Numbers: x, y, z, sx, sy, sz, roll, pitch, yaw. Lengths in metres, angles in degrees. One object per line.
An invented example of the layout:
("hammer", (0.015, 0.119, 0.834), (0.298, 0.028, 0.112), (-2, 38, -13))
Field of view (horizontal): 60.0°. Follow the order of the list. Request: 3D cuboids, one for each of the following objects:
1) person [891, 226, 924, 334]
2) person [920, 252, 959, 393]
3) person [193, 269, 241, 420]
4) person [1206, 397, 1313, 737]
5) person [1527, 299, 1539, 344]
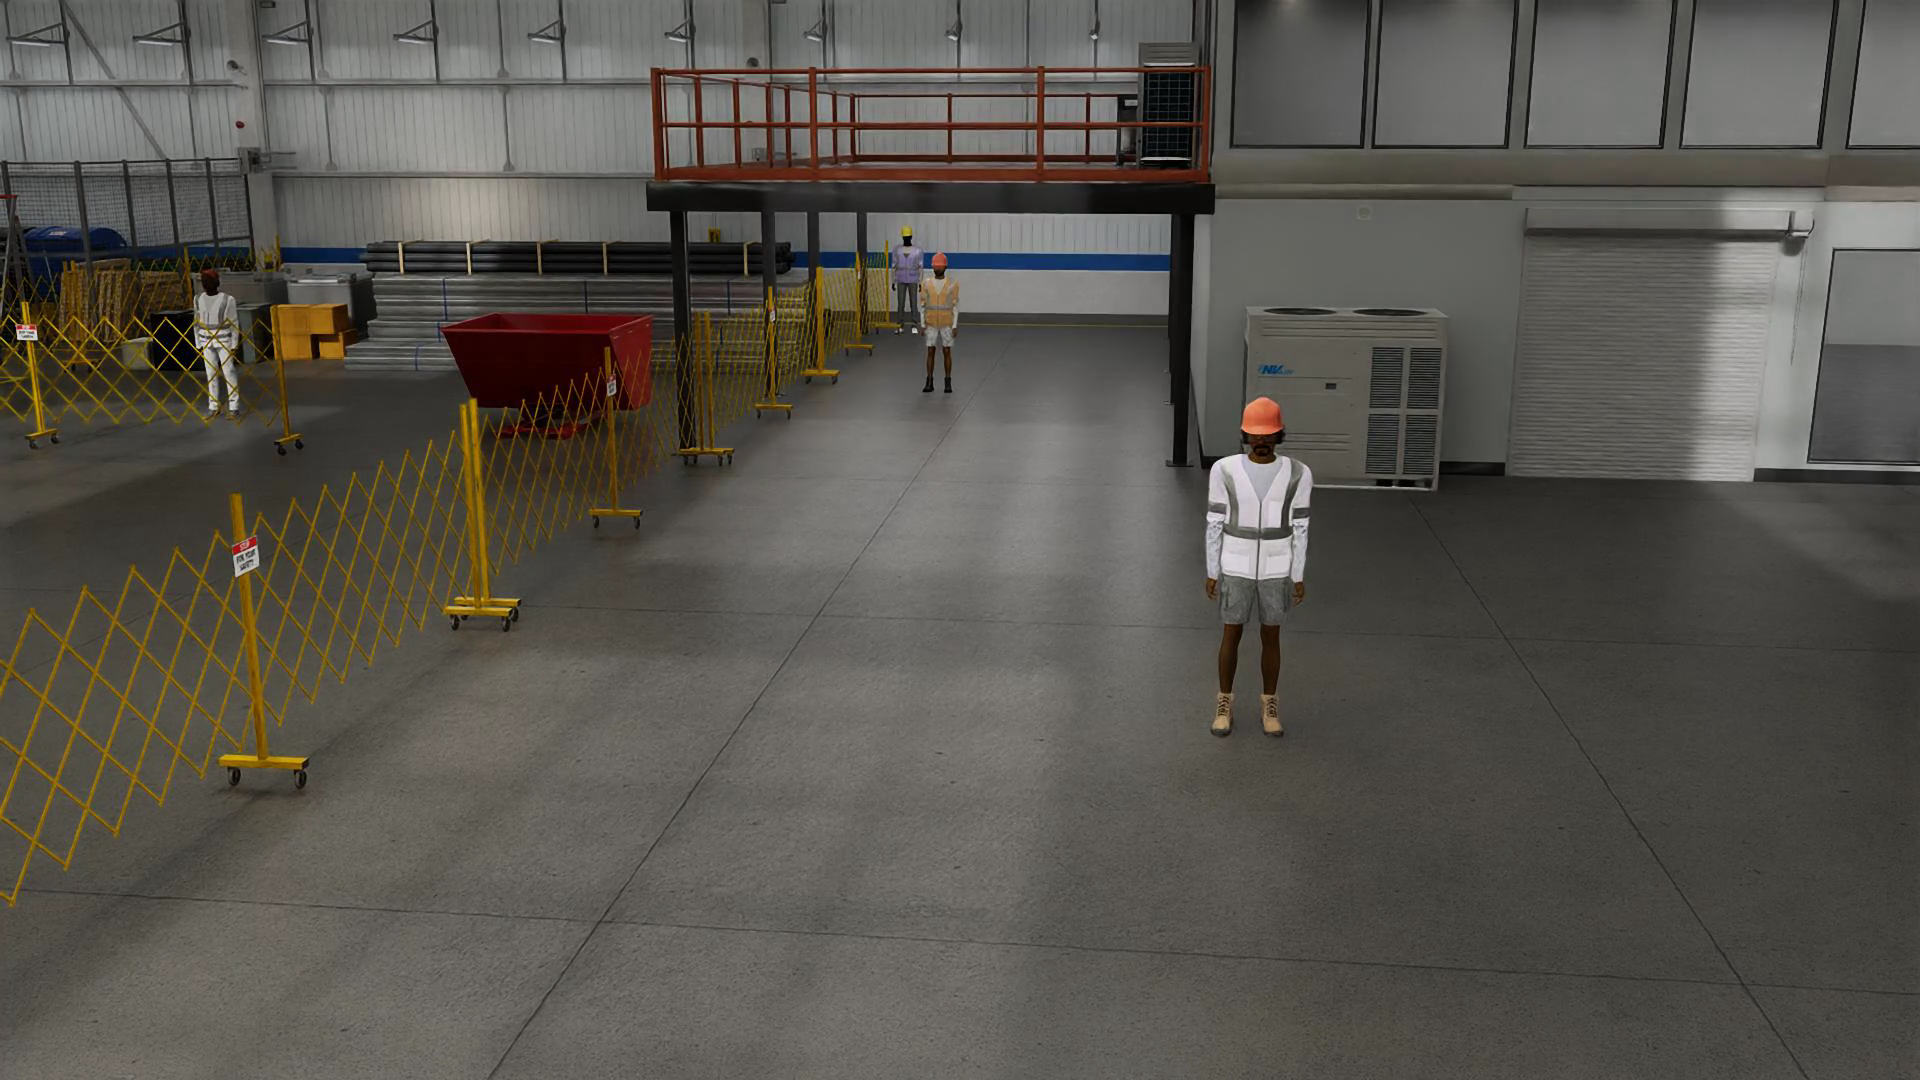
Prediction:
("person", (-0.943, -4.653, 29.797), (0.587, 1.927, 0.367), (1, 14, 6))
("person", (-0.289, -3.008, 23.043), (0.545, 1.942, 0.350), (1, 14, 6))
("person", (-9.335, -2.449, 20.878), (0.575, 1.885, 0.355), (1, 14, 6))
("person", (1.755, 0.170, 9.843), (0.607, 2.044, 0.375), (1, 14, 6))
("person", (6.083, -1.742, 18.001), (0.513, 1.872, 0.328), (1, 14, 6))
